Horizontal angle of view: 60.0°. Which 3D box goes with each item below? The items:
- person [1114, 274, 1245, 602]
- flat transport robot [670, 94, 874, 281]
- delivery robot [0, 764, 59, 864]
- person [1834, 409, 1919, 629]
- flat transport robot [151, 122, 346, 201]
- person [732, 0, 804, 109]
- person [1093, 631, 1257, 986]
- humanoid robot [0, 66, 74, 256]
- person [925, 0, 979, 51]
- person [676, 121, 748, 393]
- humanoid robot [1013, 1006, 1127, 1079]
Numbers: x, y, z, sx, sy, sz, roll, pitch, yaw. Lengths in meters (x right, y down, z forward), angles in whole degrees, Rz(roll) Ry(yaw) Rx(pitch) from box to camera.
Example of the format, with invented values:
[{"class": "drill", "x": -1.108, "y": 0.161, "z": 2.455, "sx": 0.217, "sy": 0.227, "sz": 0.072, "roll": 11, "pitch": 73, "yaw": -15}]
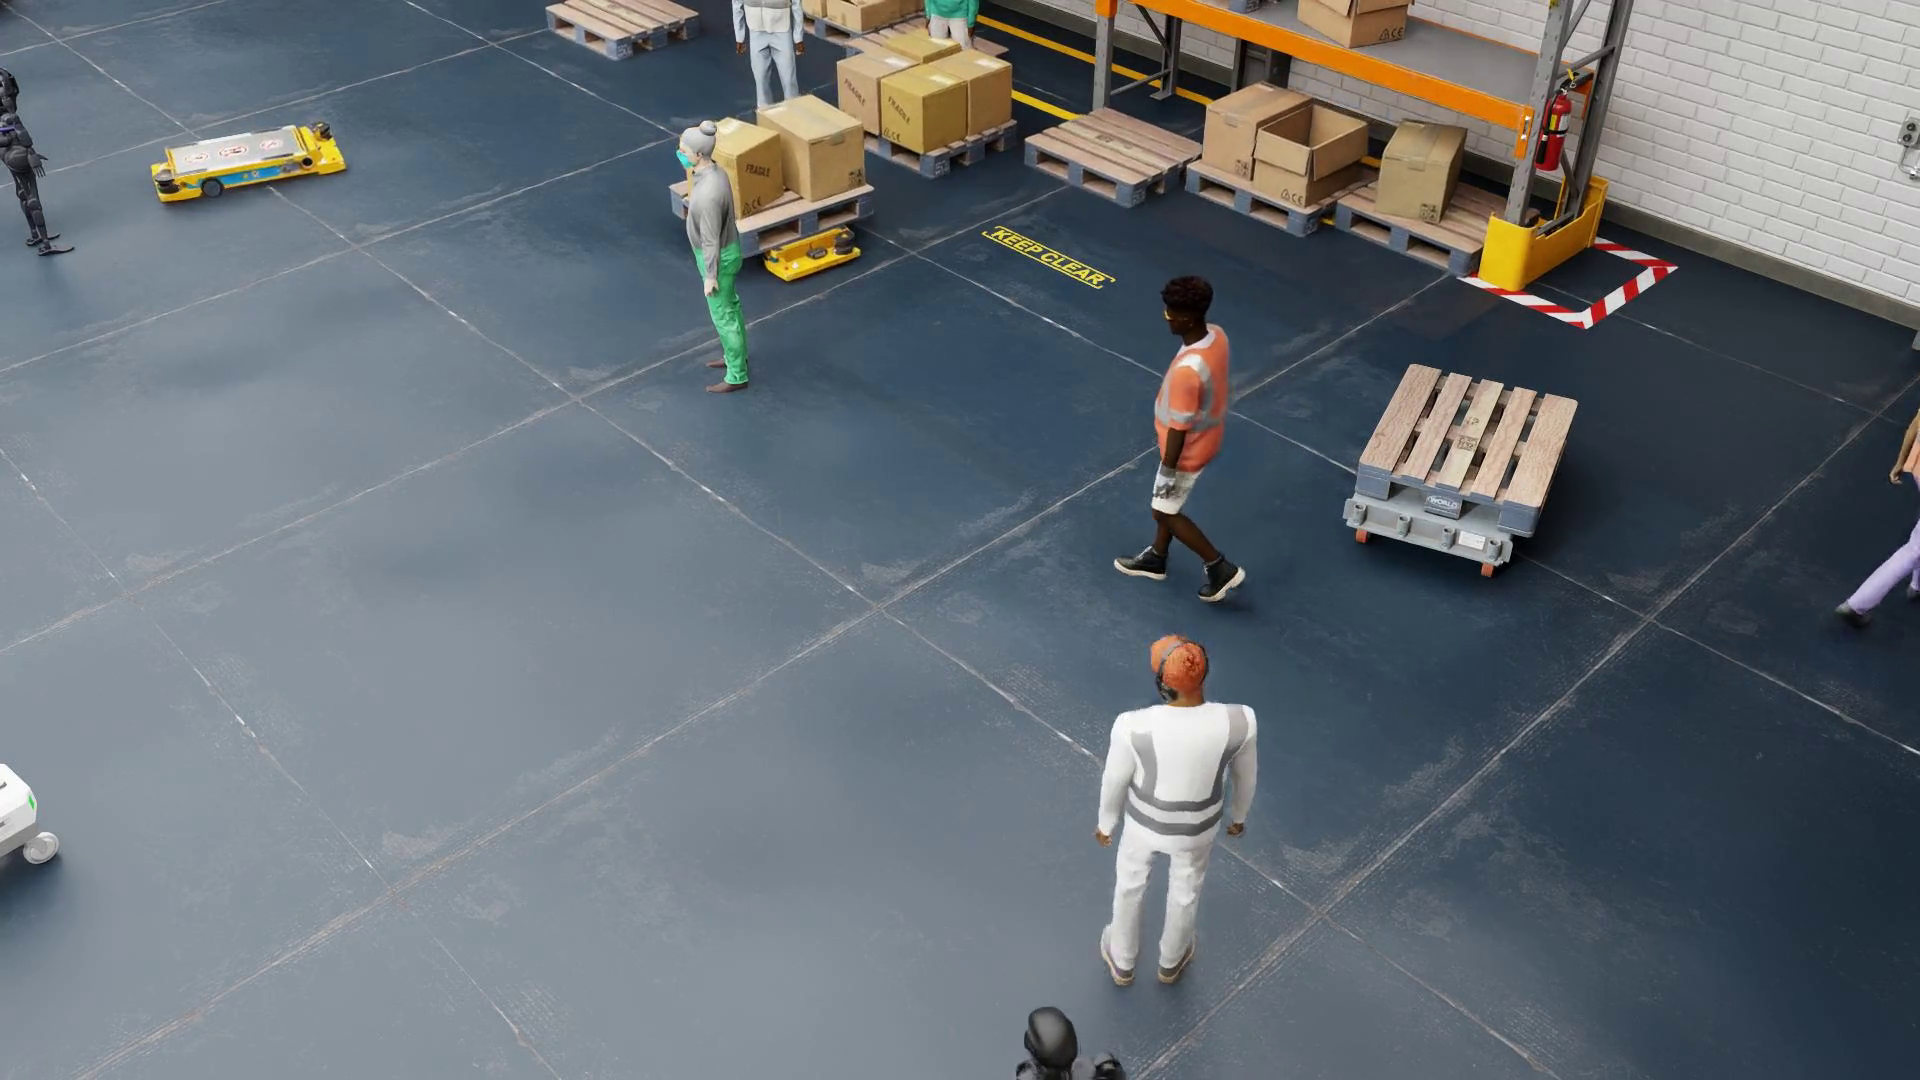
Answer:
[{"class": "person", "x": 1.235, "y": -0.502, "z": 8.812, "sx": 0.713, "sy": 1.939, "sz": 0.636, "roll": 14, "pitch": 39, "yaw": 18}, {"class": "flat transport robot", "x": -1.432, "y": -2.404, "z": 12.716, "sx": 0.659, "sy": 0.231, "sz": 1.431, "roll": -25, "pitch": 44, "yaw": -29}, {"class": "delivery robot", "x": -4.561, "y": 1.387, "z": 7.476, "sx": 0.499, "sy": 0.614, "sz": 0.791, "roll": 26, "pitch": 44, "yaw": 30}, {"class": "person", "x": 5.141, "y": -0.321, "z": 8.682, "sx": 0.903, "sy": 1.809, "sz": 0.579, "roll": -12, "pitch": 39, "yaw": -16}, {"class": "flat transport robot", "x": -5.848, "y": -3.106, "z": 13.645, "sx": 1.431, "sy": 0.231, "sz": 0.659, "roll": -17, "pitch": 40, "yaw": -21}, {"class": "person", "x": -1.573, "y": -4.188, "z": 13.724, "sx": 0.596, "sy": 1.908, "sz": 0.409, "roll": 5, "pitch": 37, "yaw": 6}, {"class": "person", "x": 0.852, "y": 1.133, "z": 6.708, "sx": 0.634, "sy": 1.870, "sz": 0.382, "roll": 0, "pitch": 37, "yaw": 0}, {"class": "humanoid robot", "x": -6.959, "y": -2.933, "z": 12.237, "sx": 0.315, "sy": 1.657, "sz": 0.599, "roll": -26, "pitch": 44, "yaw": -30}, {"class": "person", "x": -0.063, "y": -4.478, "z": 14.158, "sx": 0.497, "sy": 1.843, "sz": 0.405, "roll": 15, "pitch": 40, "yaw": 19}, {"class": "person", "x": -1.568, "y": -1.813, "z": 10.641, "sx": 0.345, "sy": 1.833, "sz": 0.511, "roll": -4, "pitch": 37, "yaw": -5}, {"class": "humanoid robot", "x": 0.338, "y": 2.159, "z": 5.512, "sx": 0.589, "sy": 1.636, "sz": 0.550, "roll": -14, "pitch": 39, "yaw": -18}]
